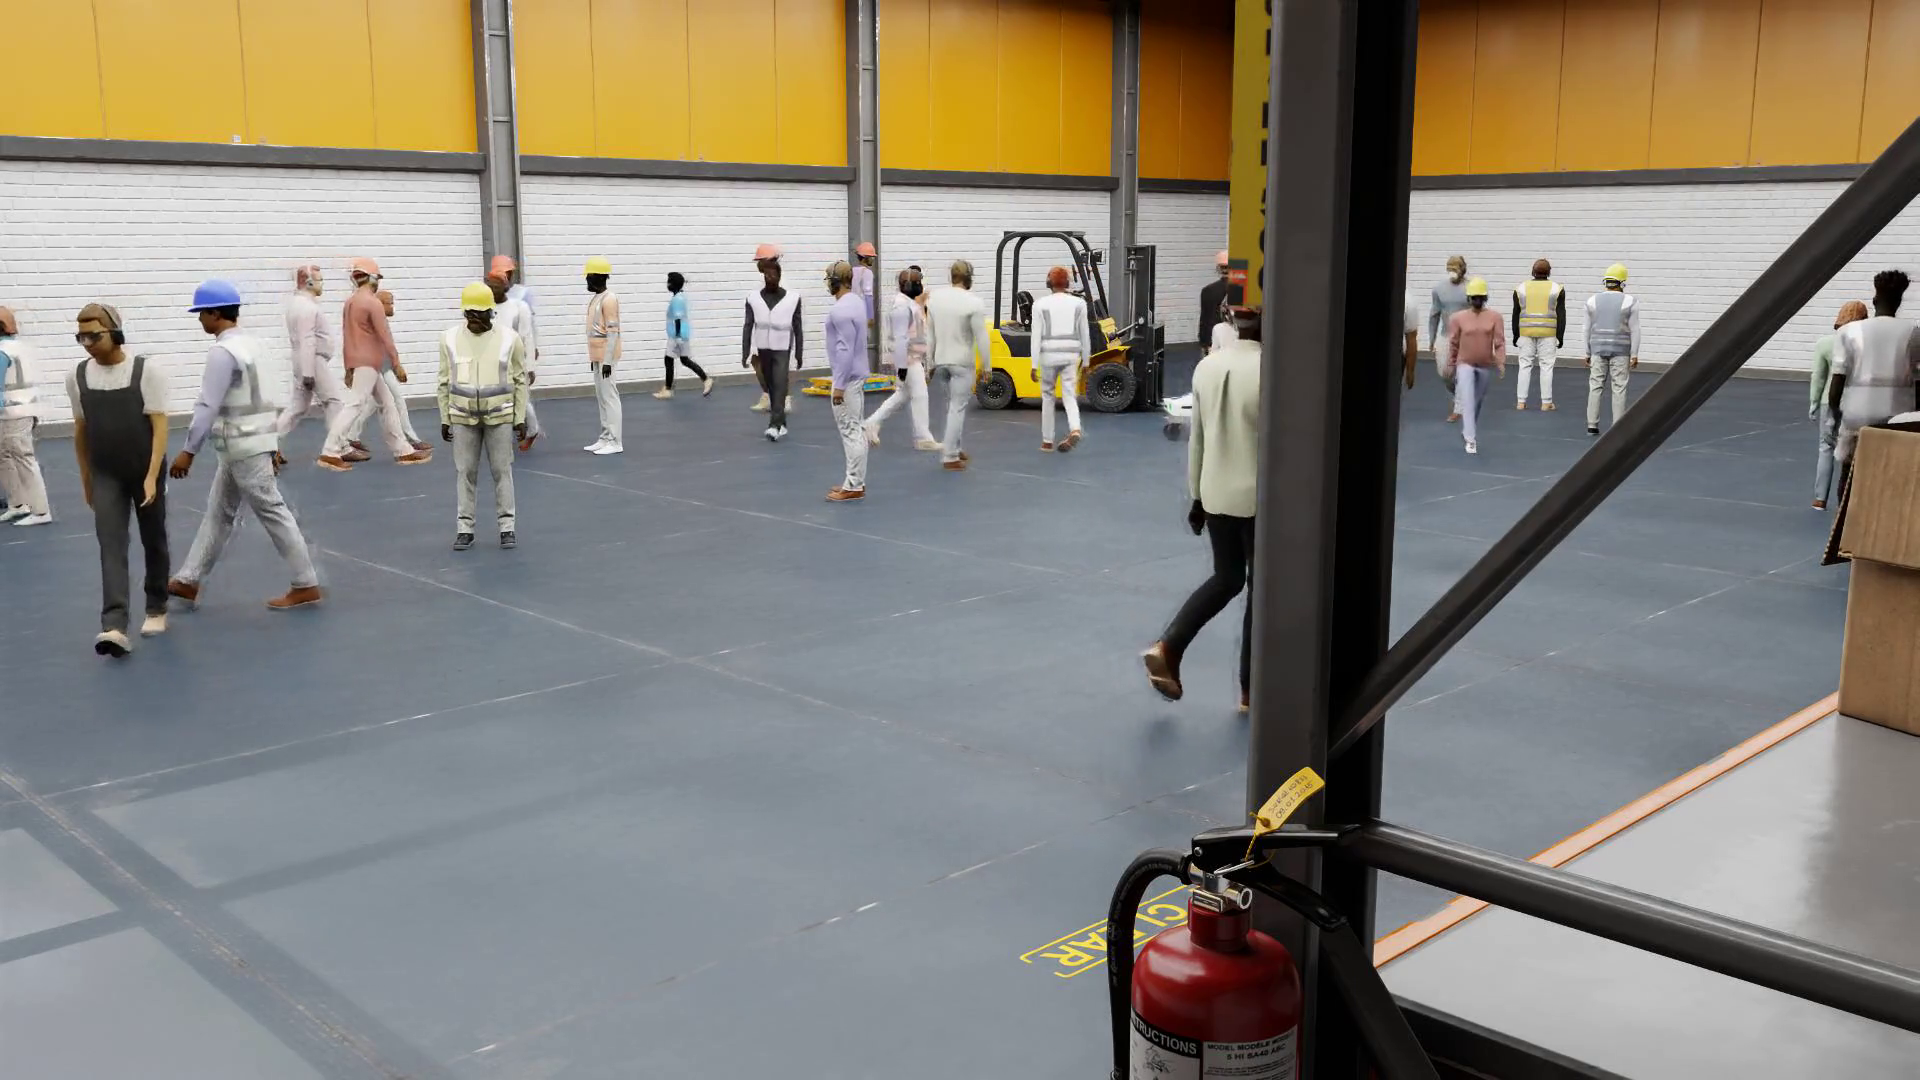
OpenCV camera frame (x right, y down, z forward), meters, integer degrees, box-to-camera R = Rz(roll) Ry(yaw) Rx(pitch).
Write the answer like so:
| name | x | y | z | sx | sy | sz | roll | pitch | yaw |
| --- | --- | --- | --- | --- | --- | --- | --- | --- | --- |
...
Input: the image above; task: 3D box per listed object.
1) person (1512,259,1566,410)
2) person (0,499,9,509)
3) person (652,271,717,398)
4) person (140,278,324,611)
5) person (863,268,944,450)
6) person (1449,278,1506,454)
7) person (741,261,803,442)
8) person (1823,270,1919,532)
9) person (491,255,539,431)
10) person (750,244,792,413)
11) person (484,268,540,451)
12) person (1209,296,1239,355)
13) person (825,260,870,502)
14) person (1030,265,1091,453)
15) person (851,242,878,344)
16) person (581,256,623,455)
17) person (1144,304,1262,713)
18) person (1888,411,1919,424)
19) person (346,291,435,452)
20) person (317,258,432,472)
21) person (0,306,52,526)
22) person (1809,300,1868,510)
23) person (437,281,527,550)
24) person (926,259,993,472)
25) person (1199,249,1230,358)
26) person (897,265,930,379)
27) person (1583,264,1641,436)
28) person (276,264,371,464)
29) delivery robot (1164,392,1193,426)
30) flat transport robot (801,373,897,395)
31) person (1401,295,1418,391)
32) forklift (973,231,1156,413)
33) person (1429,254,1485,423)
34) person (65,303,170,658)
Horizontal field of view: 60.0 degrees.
| name | x | y | z | sx | sy | sz | roll | pitch | yaw |
| --- | --- | --- | --- | --- | --- | --- | --- | --- | --- |
| person | 7.077 | -2.505 | 20.346 | 0.633 | 1.843 | 0.429 | 5 | 12 | 27 |
| person | -7.982 | -1.134 | 12.791 | 1.014 | 1.882 | 0.550 | -4 | 11 | -21 |
| person | -3.626 | -2.682 | 21.783 | 0.784 | 1.673 | 0.535 | 0 | 10 | -1 |
| person | -4.135 | -0.516 | 9.363 | 1.018 | 1.883 | 0.619 | -3 | 11 | -14 |
| person | -0.575 | -1.796 | 16.570 | 0.830 | 1.816 | 0.632 | 1 | 10 | 3 |
| person | 5.145 | -1.749 | 16.612 | 0.536 | 1.721 | 0.942 | 1 | 10 | 6 |
| person | -1.965 | -1.974 | 17.398 | 0.604 | 1.859 | 1.031 | 2 | 11 | 9 |
| person | 6.151 | -0.849 | 11.170 | 0.617 | 1.899 | 1.032 | 4 | 11 | 22 |
| person | -4.902 | -2.129 | 18.095 | 0.575 | 1.913 | 0.549 | 1 | 10 | 3 |
| person | -2.314 | -2.527 | 19.963 | 0.651 | 2.020 | 0.645 | 2 | 11 | 12 |
| person | -4.287 | -1.682 | 15.887 | 0.589 | 1.843 | 0.891 | 1 | 10 | 6 |
| person | 2.472 | -1.412 | 15.013 | 0.396 | 1.619 | 0.500 | -9 | 14 | -40 |
| person | -0.914 | -1.266 | 13.336 | 0.376 | 1.937 | 0.629 | 1 | 10 | 5 |
| person | 0.996 | -1.739 | 16.176 | 0.613 | 1.854 | 0.827 | -2 | 11 | -9 |
| person | -1.397 | -3.282 | 24.099 | 0.449 | 2.030 | 0.622 | -6 | 12 | -29 |
| person | -3.497 | -1.800 | 16.263 | 0.361 | 1.930 | 0.587 | -5 | 12 | -26 |
| person | 1.199 | -0.180 | 7.321 | 0.645 | 1.974 | 0.624 | -7 | 13 | -35 |
| person | 3.307 | 0.195 | 5.541 | 0.328 | 1.875 | 0.513 | -9 | 14 | -42 |
| person | -5.691 | -1.650 | 16.362 | 0.846 | 1.592 | 0.516 | -4 | 11 | -19 |
| person | -5.438 | -1.599 | 15.173 | 1.058 | 1.934 | 0.621 | -8 | 13 | -35 |
| person | -6.982 | -0.894 | 12.163 | 0.558 | 1.620 | 0.541 | -3 | 11 | -17 |
| person | 6.853 | -1.032 | 12.878 | 0.498 | 1.634 | 0.282 | 6 | 12 | 31 |
| person | -3.247 | -0.839 | 11.316 | 0.589 | 1.822 | 0.403 | -2 | 11 | -10 |
| person | 0.030 | -1.582 | 15.114 | 0.636 | 1.914 | 0.674 | 10 | 14 | 42 |
| person | 2.864 | -2.117 | 17.844 | 0.642 | 1.981 | 0.470 | 6 | 12 | 28 |
| person | -0.686 | -3.214 | 24.629 | 0.536 | 1.693 | 0.317 | 4 | 11 | 21 |
| person | 6.899 | -1.999 | 17.611 | 0.590 | 1.833 | 0.404 | 8 | 13 | 36 |
| person | -6.109 | -1.631 | 15.510 | 0.939 | 1.872 | 0.649 | -6 | 12 | -29 |
| delivery robot | 2.504 | -1.378 | 17.458 | 0.707 | 0.478 | 0.477 | -1 | 10 | -3 |
| flat transport robot | -1.405 | -2.105 | 22.454 | 0.652 | 0.197 | 1.431 | 9 | 13 | 40 |
| person | 3.719 | -1.607 | 14.908 | 0.686 | 2.000 | 1.097 | 6 | 12 | 29 |
| forklift | 1.222 | -2.721 | 20.561 | 2.313 | 2.155 | 1.214 | 2 | 11 | 13 |
| person | 5.718 | -2.314 | 19.104 | 0.674 | 1.917 | 0.536 | 10 | 14 | 42 |
| person | -4.310 | -0.313 | 8.532 | 0.494 | 1.780 | 0.976 | -2 | 11 | -12 |
